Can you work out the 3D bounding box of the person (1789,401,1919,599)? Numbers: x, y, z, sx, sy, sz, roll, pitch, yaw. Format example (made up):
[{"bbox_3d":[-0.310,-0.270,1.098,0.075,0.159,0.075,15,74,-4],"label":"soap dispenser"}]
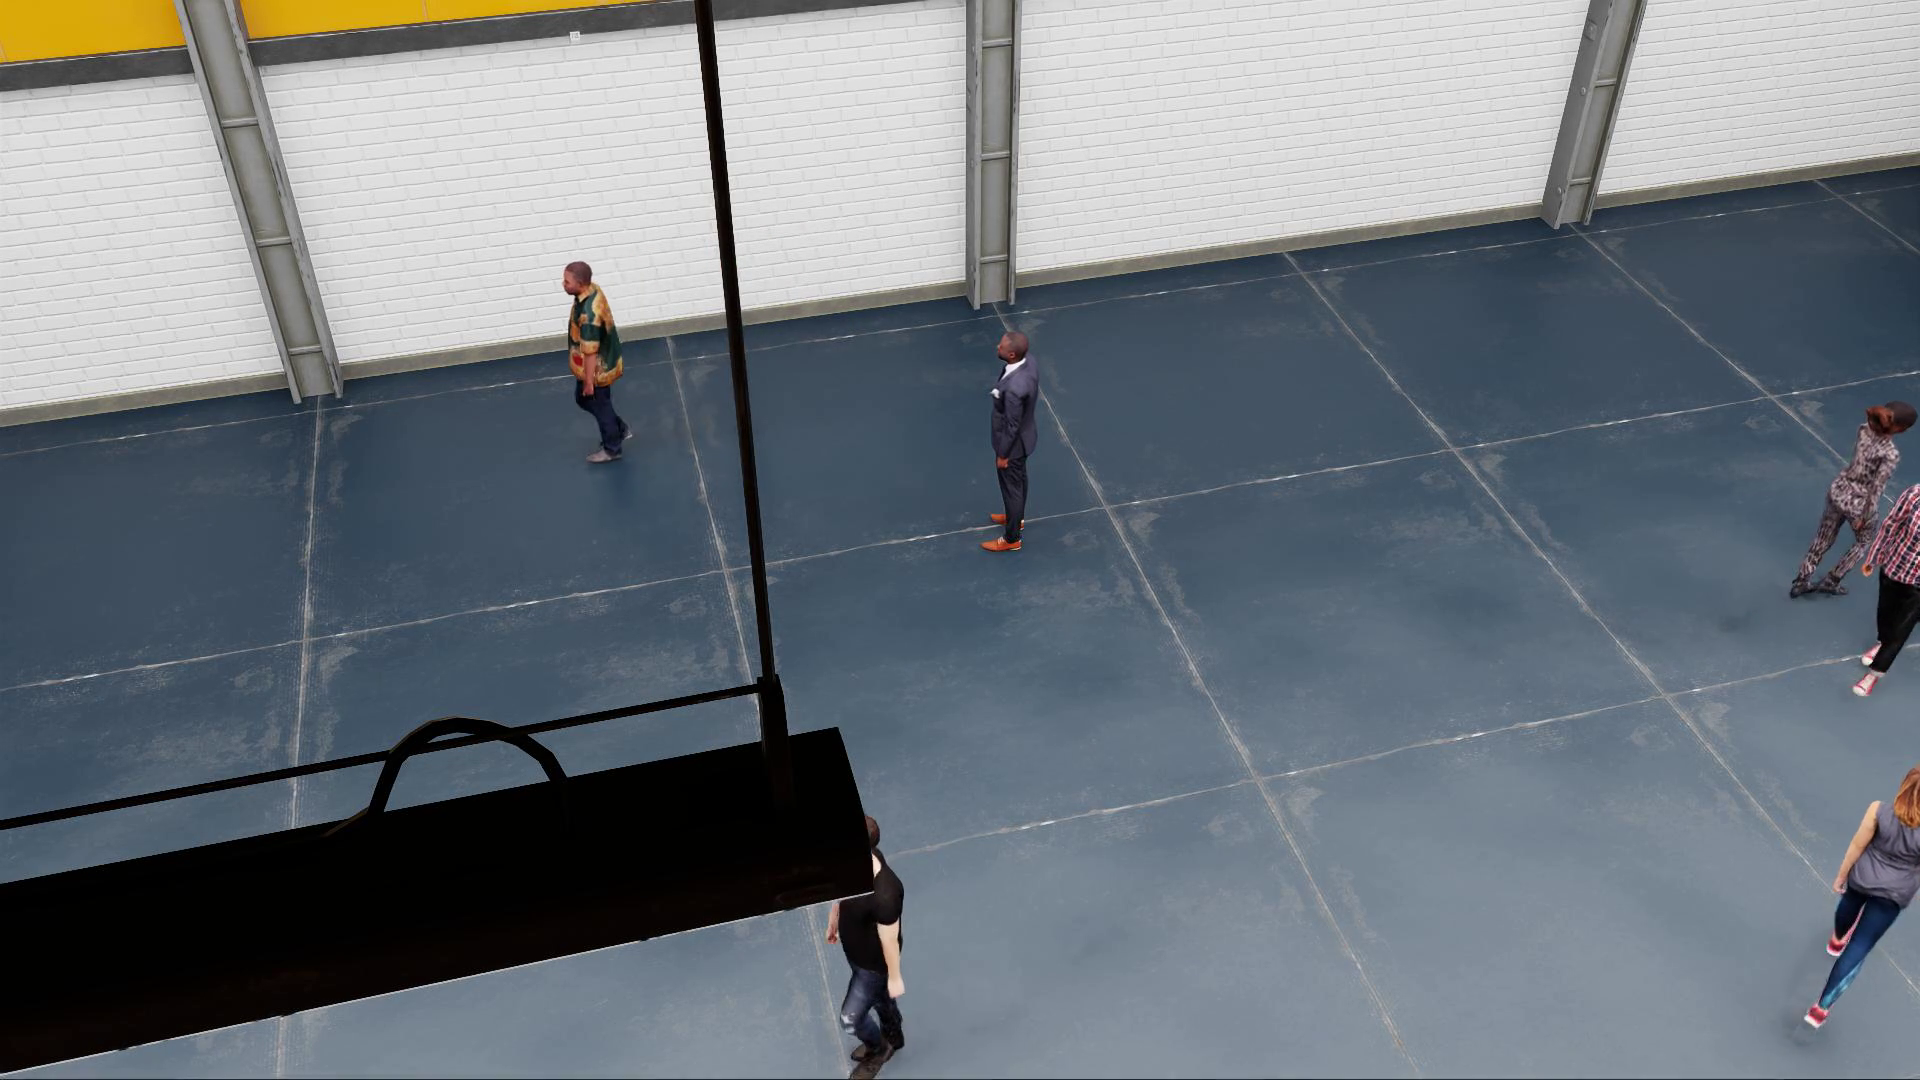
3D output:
[{"bbox_3d":[6.168,-0.246,11.636,0.644,1.699,0.583,-12,40,-14],"label":"person"}]

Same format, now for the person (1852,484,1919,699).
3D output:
[{"bbox_3d":[6.389,0.169,11.084,1.098,1.740,0.928,-27,46,-29],"label":"person"}]

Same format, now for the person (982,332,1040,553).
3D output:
[{"bbox_3d":[0.391,-0.736,12.149,0.778,1.824,0.785,8,39,10],"label":"person"}]

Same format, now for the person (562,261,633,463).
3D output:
[{"bbox_3d":[-2.772,-1.389,12.987,0.626,1.798,0.678,-9,40,-11],"label":"person"}]

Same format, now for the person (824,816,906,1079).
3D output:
[{"bbox_3d":[-0.380,2.073,8.584,0.739,1.884,0.770,-19,42,-22],"label":"person"}]

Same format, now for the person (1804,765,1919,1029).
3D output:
[{"bbox_3d":[4.910,1.923,8.934,1.002,1.681,1.211,29,47,31],"label":"person"}]
